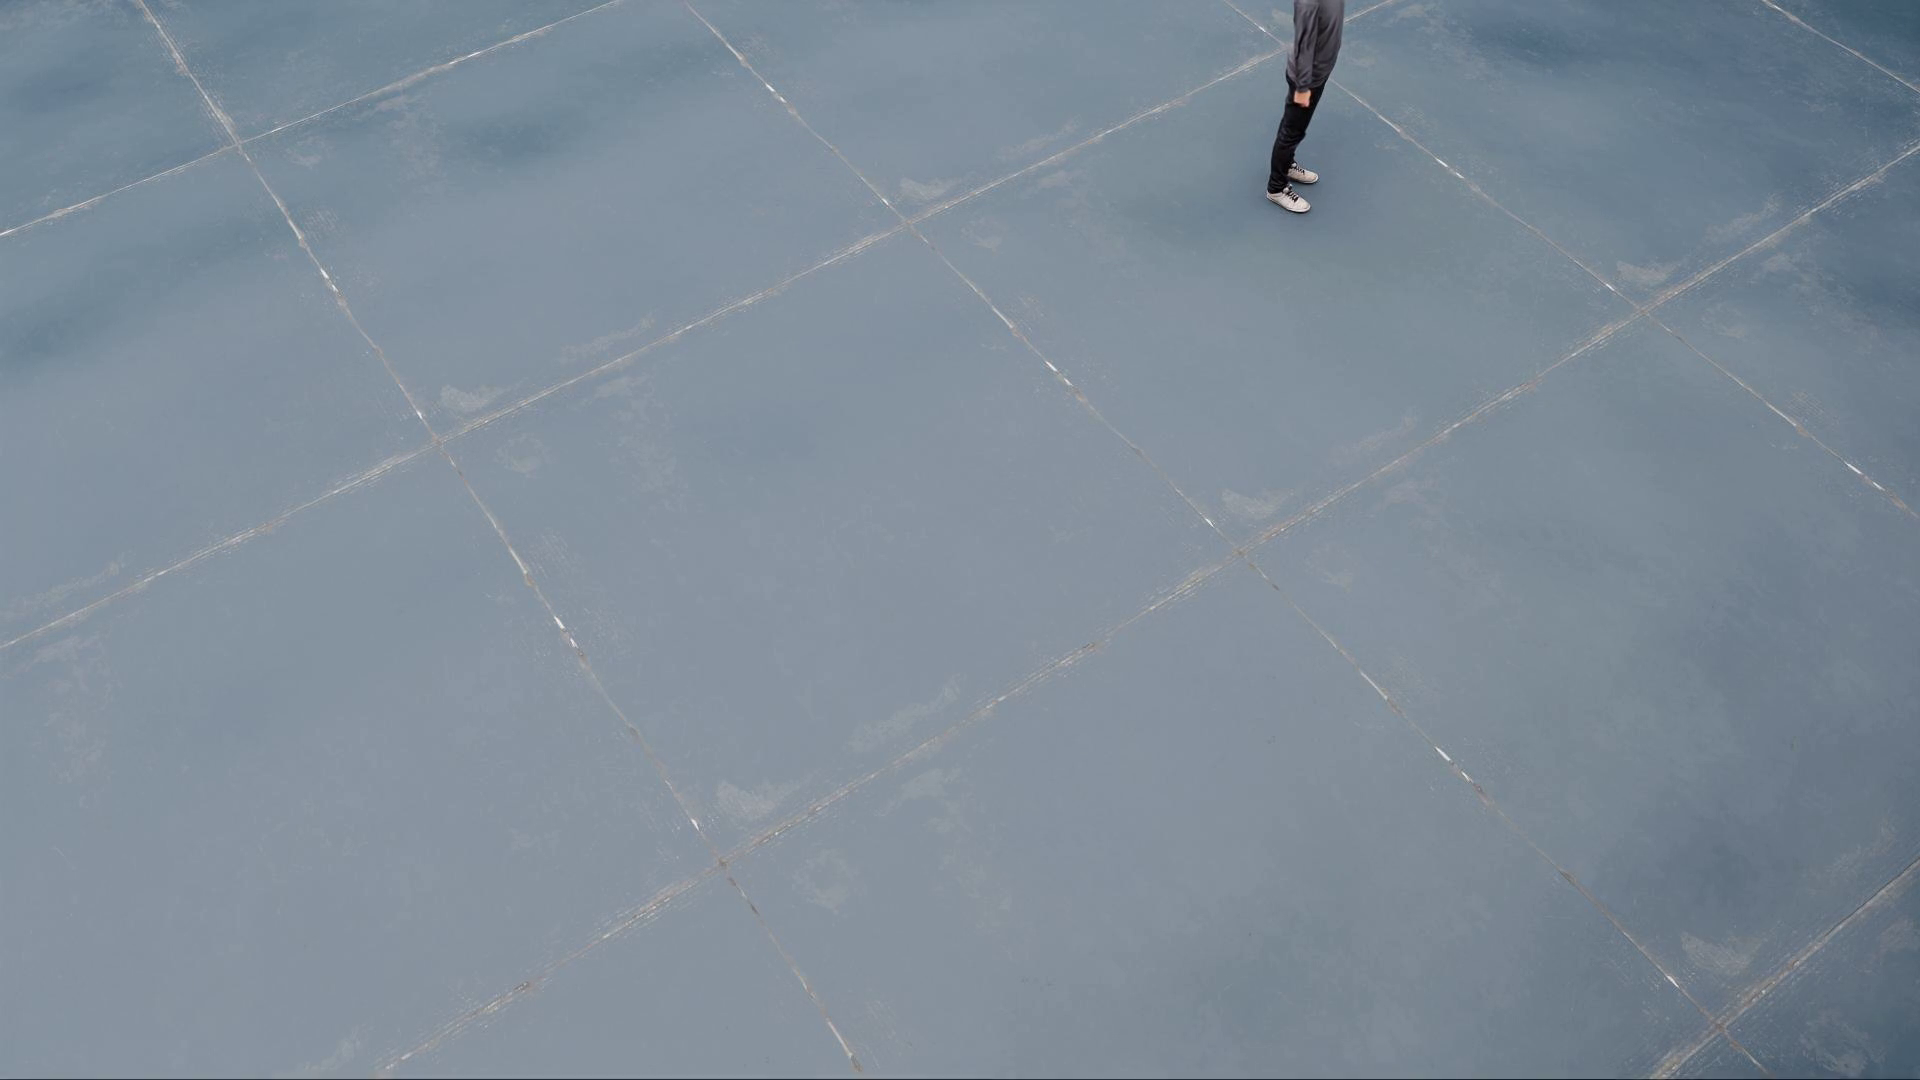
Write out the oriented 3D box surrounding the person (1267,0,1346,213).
[{"bbox_3d":[1.962,-2.670,9.366,0.728,1.761,0.703,16,54,12],"label":"person"}]
